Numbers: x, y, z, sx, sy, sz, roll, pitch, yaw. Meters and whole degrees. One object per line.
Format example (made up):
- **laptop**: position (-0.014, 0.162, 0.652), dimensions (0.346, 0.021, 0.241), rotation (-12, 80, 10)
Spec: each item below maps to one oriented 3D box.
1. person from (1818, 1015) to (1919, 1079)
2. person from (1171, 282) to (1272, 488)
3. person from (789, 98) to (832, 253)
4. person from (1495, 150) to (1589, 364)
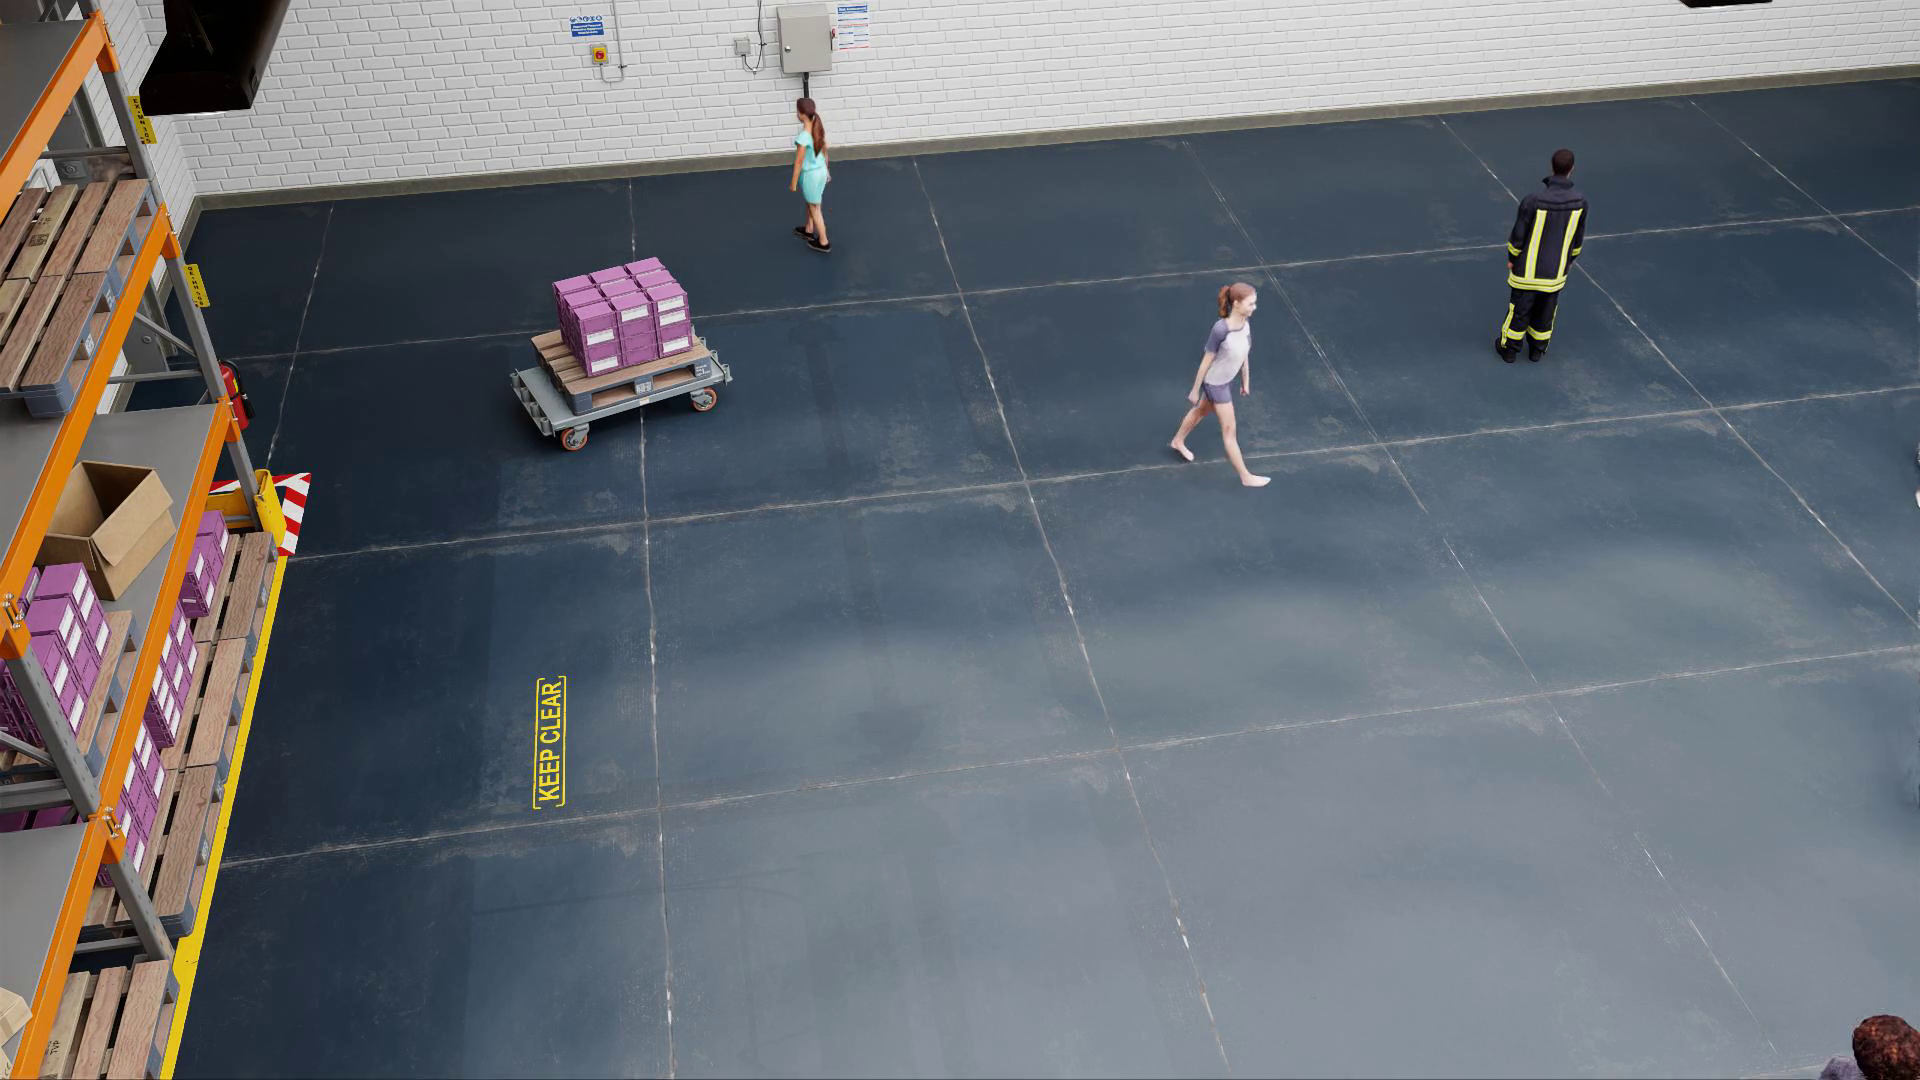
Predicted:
- **person**: position (4.065, 2.877, 7.731), dimensions (0.926, 1.692, 0.938), rotation (-31, 48, -33)
- **person**: position (1.937, -1.245, 12.879), dimensions (1.197, 1.708, 1.079), rotation (28, 46, 30)
- **person**: position (-1.344, -3.440, 15.756), dimensions (0.844, 1.549, 0.791), rotation (22, 44, 25)
- **person**: position (4.948, -2.396, 14.151), dimensions (0.829, 1.919, 0.718), rotation (-1, 39, -1)
